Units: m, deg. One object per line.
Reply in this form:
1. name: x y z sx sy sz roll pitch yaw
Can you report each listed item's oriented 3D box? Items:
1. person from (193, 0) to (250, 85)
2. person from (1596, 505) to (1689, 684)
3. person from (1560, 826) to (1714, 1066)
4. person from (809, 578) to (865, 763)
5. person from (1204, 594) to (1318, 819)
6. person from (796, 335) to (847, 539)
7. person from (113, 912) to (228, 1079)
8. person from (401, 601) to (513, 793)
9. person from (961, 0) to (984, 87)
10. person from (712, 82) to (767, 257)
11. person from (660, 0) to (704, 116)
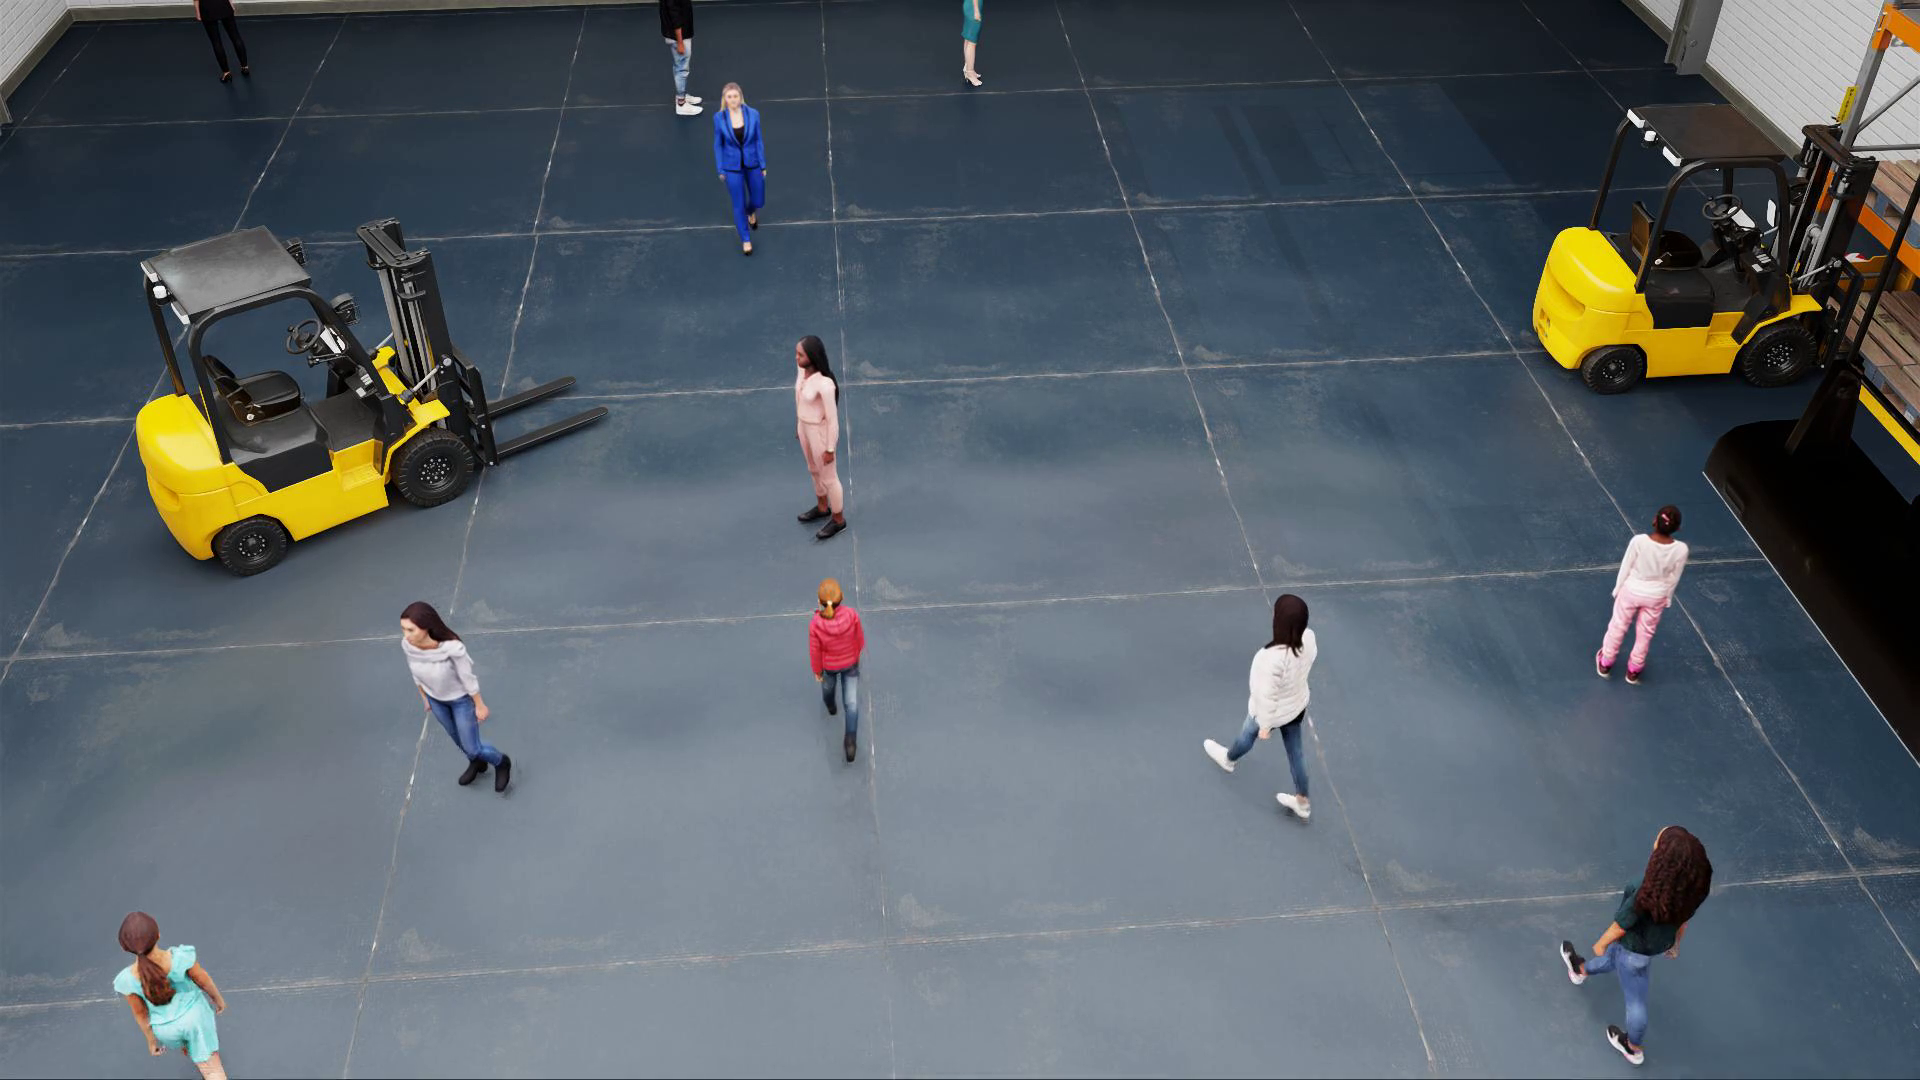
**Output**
1. person: -8.516 -6.062 19.019 0.691 1.660 0.730 -30 48 -32
2. person: 4.591 0.345 11.167 0.594 1.447 0.598 10 40 13
3. person: 3.651 2.180 8.755 0.814 1.589 1.066 -16 41 -19
4. person: -0.759 0.844 10.674 0.547 1.283 0.928 -6 39 -7
5. person: 2.014 1.047 10.171 1.032 1.594 1.170 -28 47 -31
6. person: -1.046 -0.779 12.357 0.757 1.719 0.624 -22 44 -25
7. person: -3.932 2.484 8.426 0.847 1.525 1.137 -18 42 -21
8. person: -3.110 0.962 10.262 0.742 1.611 0.772 13 40 16
9. person: 0.148 -6.058 18.990 0.622 1.691 0.429 0 39 0
10. person: -2.095 -3.582 15.890 0.698 1.689 0.821 -9 39 -11
11. person: -3.122 -5.611 18.338 0.749 1.806 0.534 -5 39 -6
